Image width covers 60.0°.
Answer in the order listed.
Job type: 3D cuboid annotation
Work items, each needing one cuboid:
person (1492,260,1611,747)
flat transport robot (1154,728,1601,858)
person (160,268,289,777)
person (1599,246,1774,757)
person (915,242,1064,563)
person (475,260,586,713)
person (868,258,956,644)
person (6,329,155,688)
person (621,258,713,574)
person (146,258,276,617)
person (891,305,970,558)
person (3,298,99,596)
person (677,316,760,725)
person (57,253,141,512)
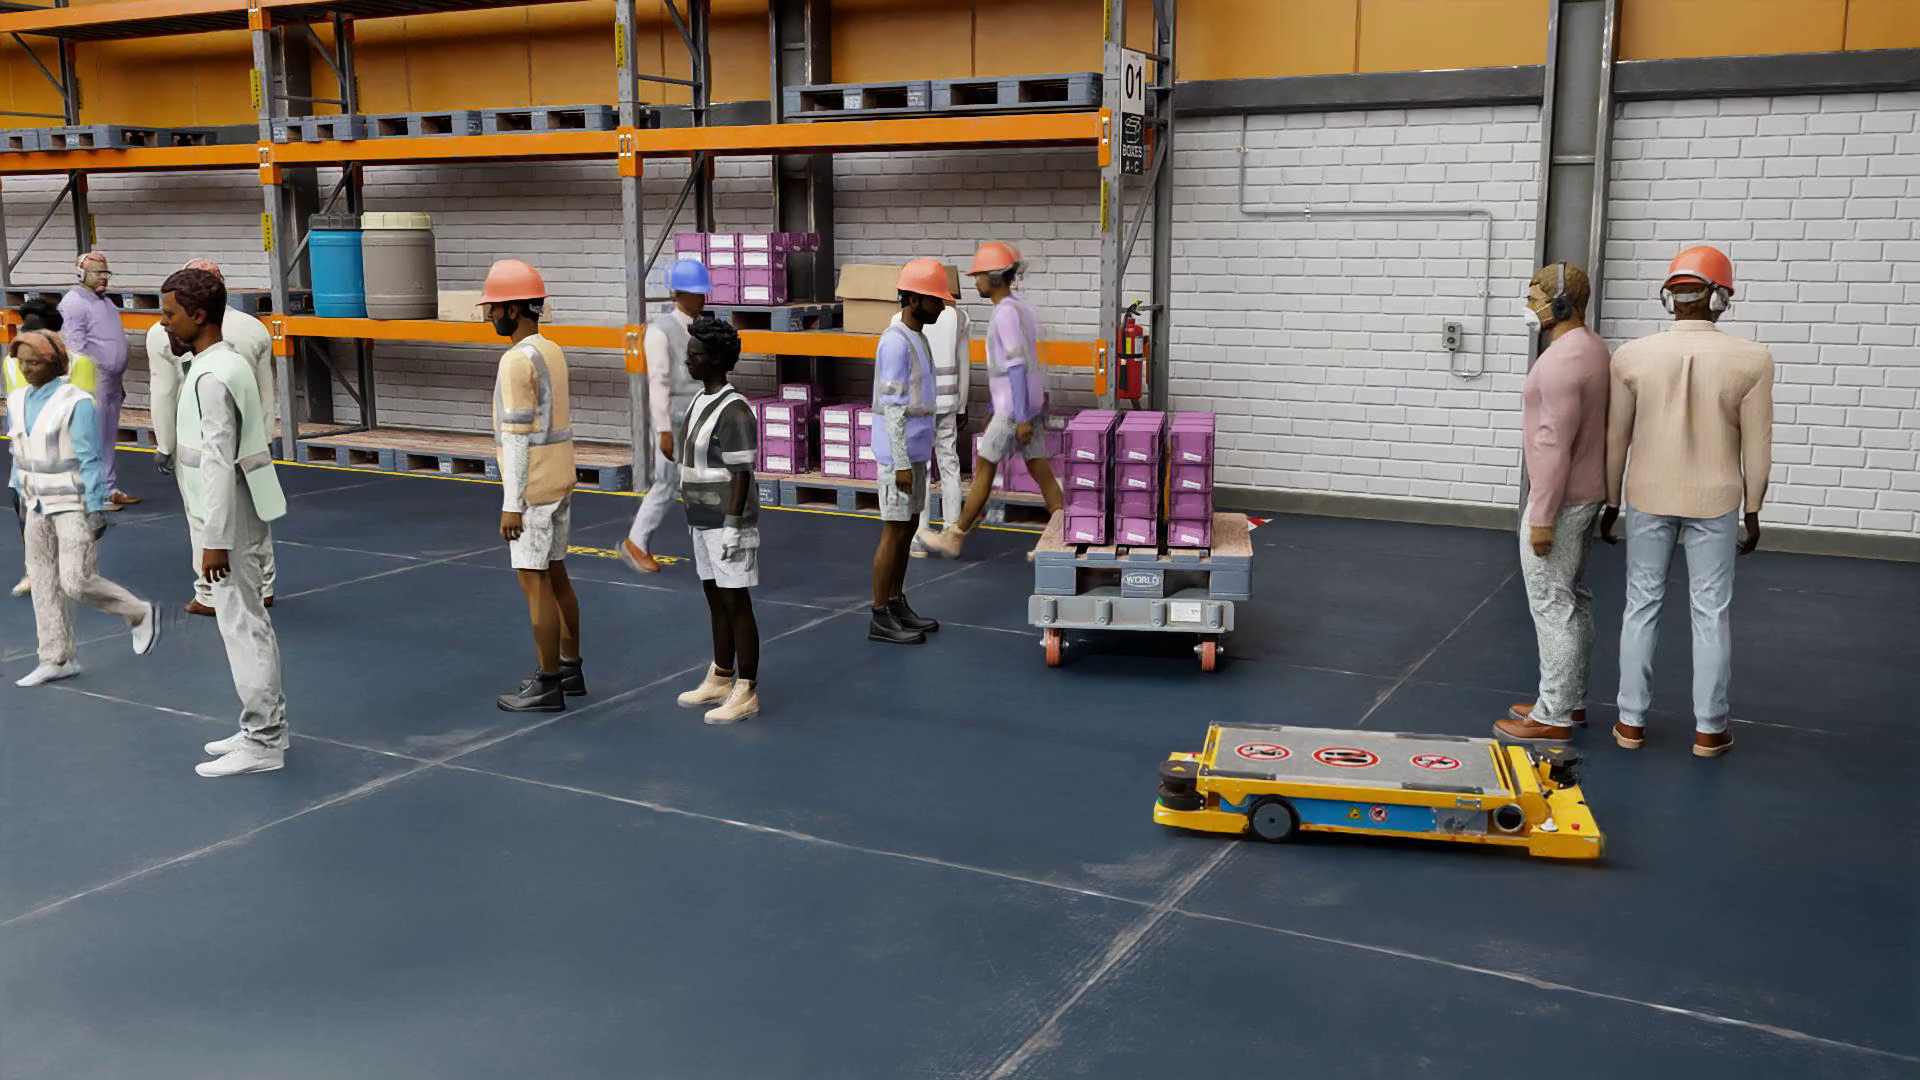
[{"bbox_3d":[2.399,-0.141,6.658,0.363,1.932,0.631,6,12,31],"label":"person"},{"bbox_3d":[1.423,0.848,5.779,1.431,0.197,0.652,2,11,12],"label":"flat transport robot"},{"bbox_3d":[-2.758,-0.065,6.309,0.390,1.911,0.585,-4,11,-22],"label":"person"},{"bbox_3d":[2.833,-0.146,6.528,0.613,1.984,0.402,6,12,28],"label":"person"},{"bbox_3d":[0.253,-0.831,10.281,1.050,1.974,0.613,2,11,13],"label":"person"},{"bbox_3d":[-1.844,-0.222,7.118,0.388,1.929,0.539,0,10,2],"label":"person"},{"bbox_3d":[-0.230,-0.436,8.316,0.418,1.920,0.541,3,11,14],"label":"person"},{"bbox_3d":[-4.020,-0.155,7.565,0.560,1.618,0.525,5,11,24],"label":"person"},{"bbox_3d":[-1.629,-0.700,9.776,0.943,1.909,0.623,7,13,35],"label":"person"},{"bbox_3d":[-4.010,-0.546,8.933,0.642,1.909,0.399,-10,14,-43],"label":"person"},{"bbox_3d":[-0.199,-0.831,10.549,0.573,1.887,0.356,-7,12,-33],"label":"person"},{"bbox_3d":[-5.153,-0.512,9.380,0.553,1.672,0.671,0,10,1],"label":"person"},{"bbox_3d":[-1.012,-0.083,6.968,0.320,1.698,0.531,-5,12,-27],"label":"person"},{"bbox_3d":[-6.383,-1.170,12.366,0.399,1.905,0.643,-1,10,-3],"label":"person"}]
